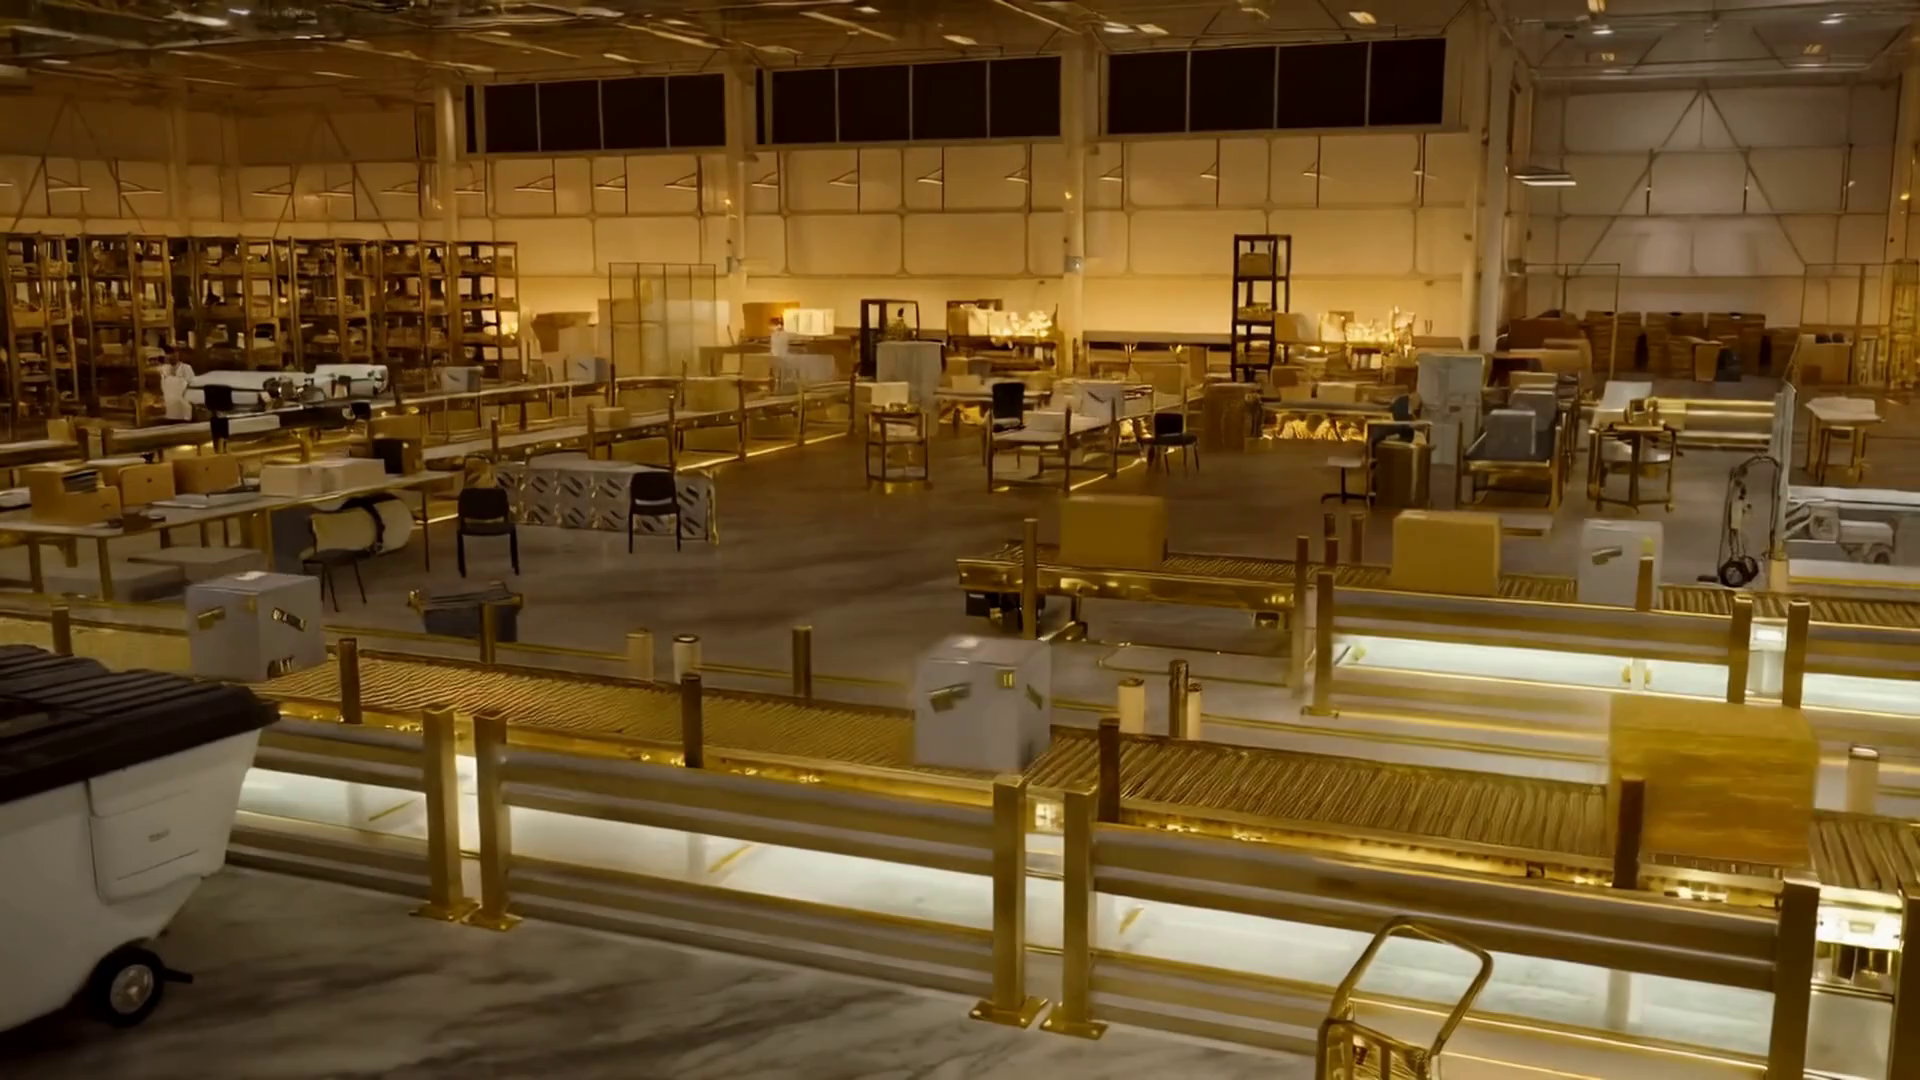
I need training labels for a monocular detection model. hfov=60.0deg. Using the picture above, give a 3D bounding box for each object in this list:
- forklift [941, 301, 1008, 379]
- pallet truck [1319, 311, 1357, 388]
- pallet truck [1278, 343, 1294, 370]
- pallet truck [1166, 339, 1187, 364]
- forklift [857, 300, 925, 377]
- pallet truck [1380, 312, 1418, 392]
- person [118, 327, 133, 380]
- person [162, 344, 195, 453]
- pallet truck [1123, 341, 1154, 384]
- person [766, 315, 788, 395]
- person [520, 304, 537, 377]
[{"bbox_3d":[0.365,-4.966,41.571,1.157,1.987,2.680,3,10,20],"label":"forklift"},{"bbox_3d":[9.071,-4.419,39.190,0.823,1.965,1.885,5,10,26],"label":"pallet truck"},{"bbox_3d":[7.886,-4.163,39.743,0.653,1.274,1.630,4,10,22],"label":"pallet truck"},{"bbox_3d":[5.418,-4.269,40.420,0.704,1.261,1.522,3,10,20],"label":"pallet truck"},{"bbox_3d":[-1.732,-5.109,42.468,1.157,1.987,2.680,4,10,22],"label":"forklift"},{"bbox_3d":[10.207,-4.283,38.369,0.823,1.965,1.885,3,10,20],"label":"pallet truck"},{"bbox_3d":[-18.520,-4.009,37.289,0.404,1.811,0.694,9,13,42],"label":"person"},{"bbox_3d":[-12.689,-2.284,26.963,0.532,1.765,0.328,2,10,14],"label":"person"},{"bbox_3d":[4.445,-4.380,41.279,0.680,1.201,1.601,4,10,22],"label":"pallet truck"},{"bbox_3d":[-3.866,-3.650,34.512,0.884,2.010,0.637,2,10,11],"label":"person"},{"bbox_3d":[-11.901,-5.476,45.598,0.375,1.997,0.608,-8,13,-41],"label":"person"}]
